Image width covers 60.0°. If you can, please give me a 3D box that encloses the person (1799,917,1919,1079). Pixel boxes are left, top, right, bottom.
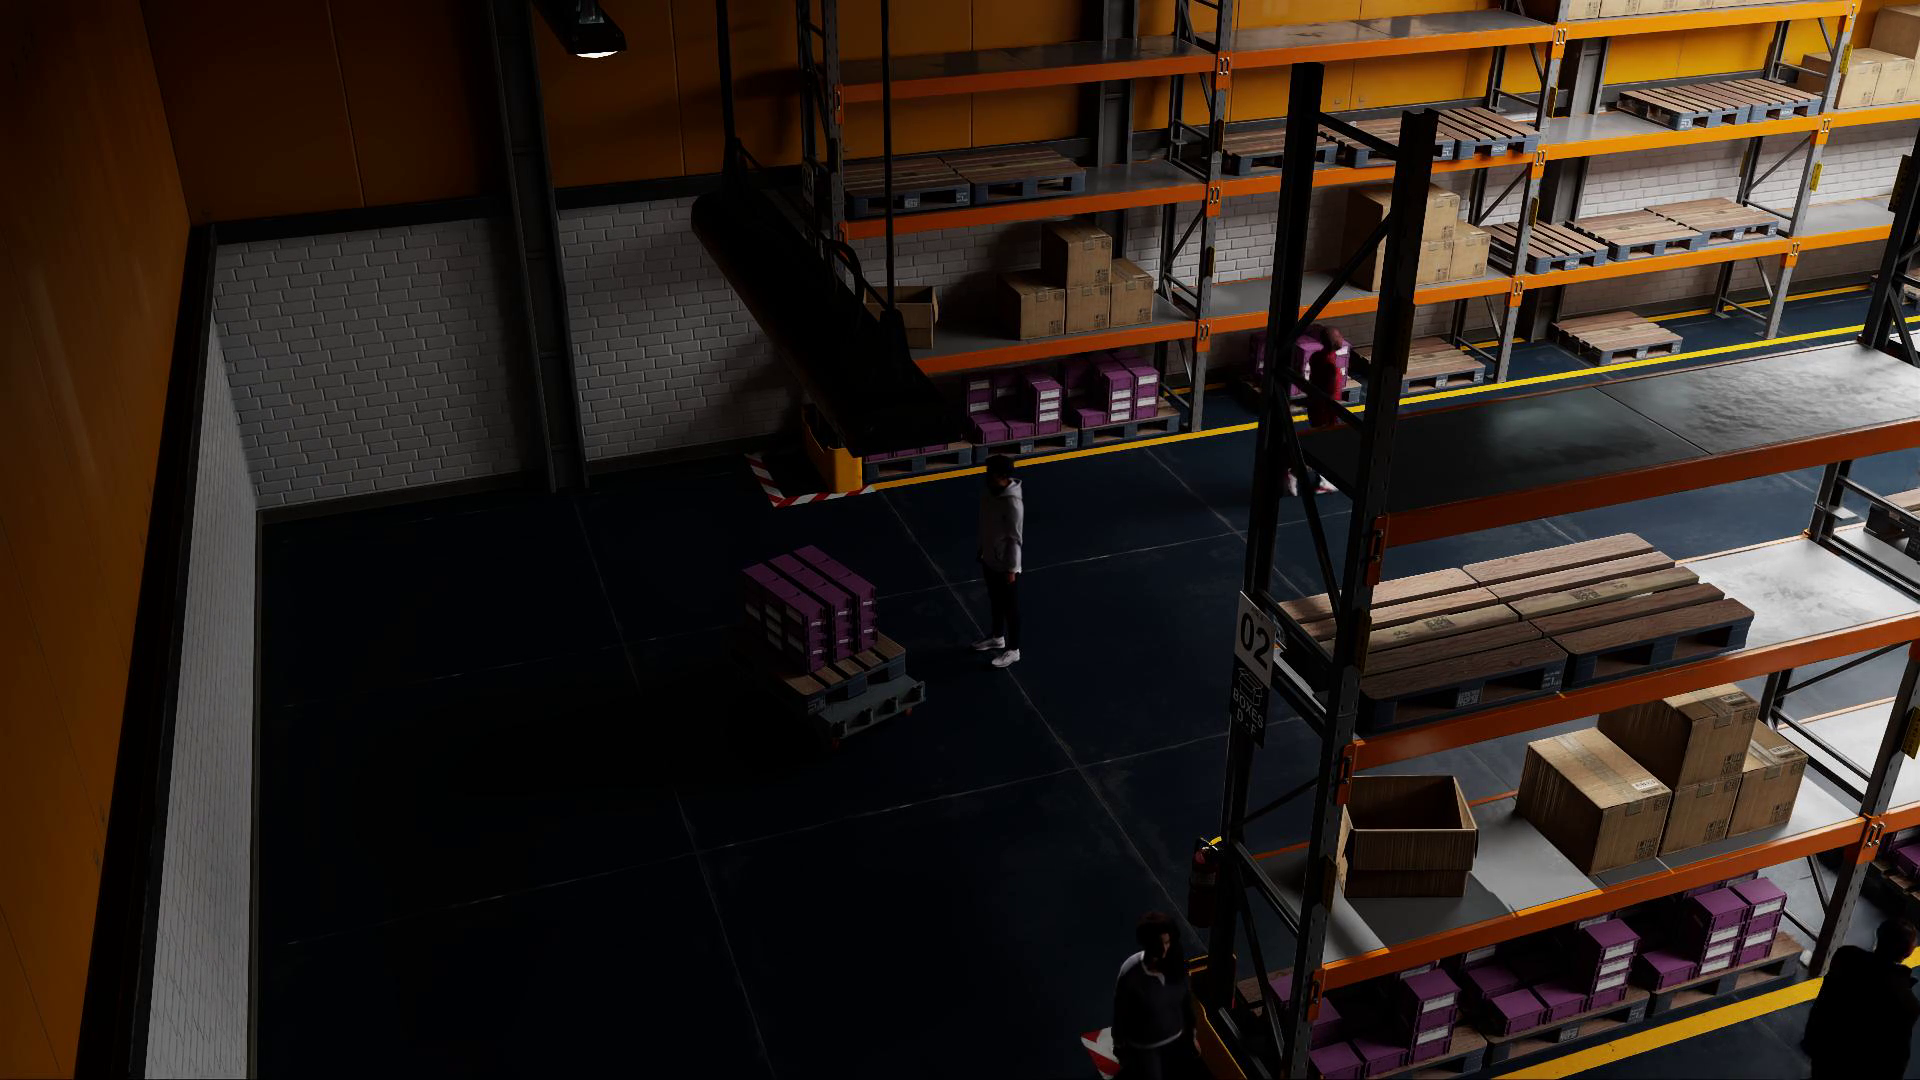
[{"bbox_3d":[4.739,2.831,8.984,0.792,1.889,0.705,-8,30,-15],"label":"person"}]

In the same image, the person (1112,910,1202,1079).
[{"bbox_3d":[1.034,2.737,9.324,1.107,1.728,0.859,-18,33,-29],"label":"person"}]

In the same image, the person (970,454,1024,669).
[{"bbox_3d":[0.353,0.149,13.859,0.639,1.929,0.725,-16,33,-27],"label":"person"}]

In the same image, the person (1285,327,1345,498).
[{"bbox_3d":[3.554,-1.244,16.538,0.994,1.808,0.780,-4,29,-7],"label":"person"}]
